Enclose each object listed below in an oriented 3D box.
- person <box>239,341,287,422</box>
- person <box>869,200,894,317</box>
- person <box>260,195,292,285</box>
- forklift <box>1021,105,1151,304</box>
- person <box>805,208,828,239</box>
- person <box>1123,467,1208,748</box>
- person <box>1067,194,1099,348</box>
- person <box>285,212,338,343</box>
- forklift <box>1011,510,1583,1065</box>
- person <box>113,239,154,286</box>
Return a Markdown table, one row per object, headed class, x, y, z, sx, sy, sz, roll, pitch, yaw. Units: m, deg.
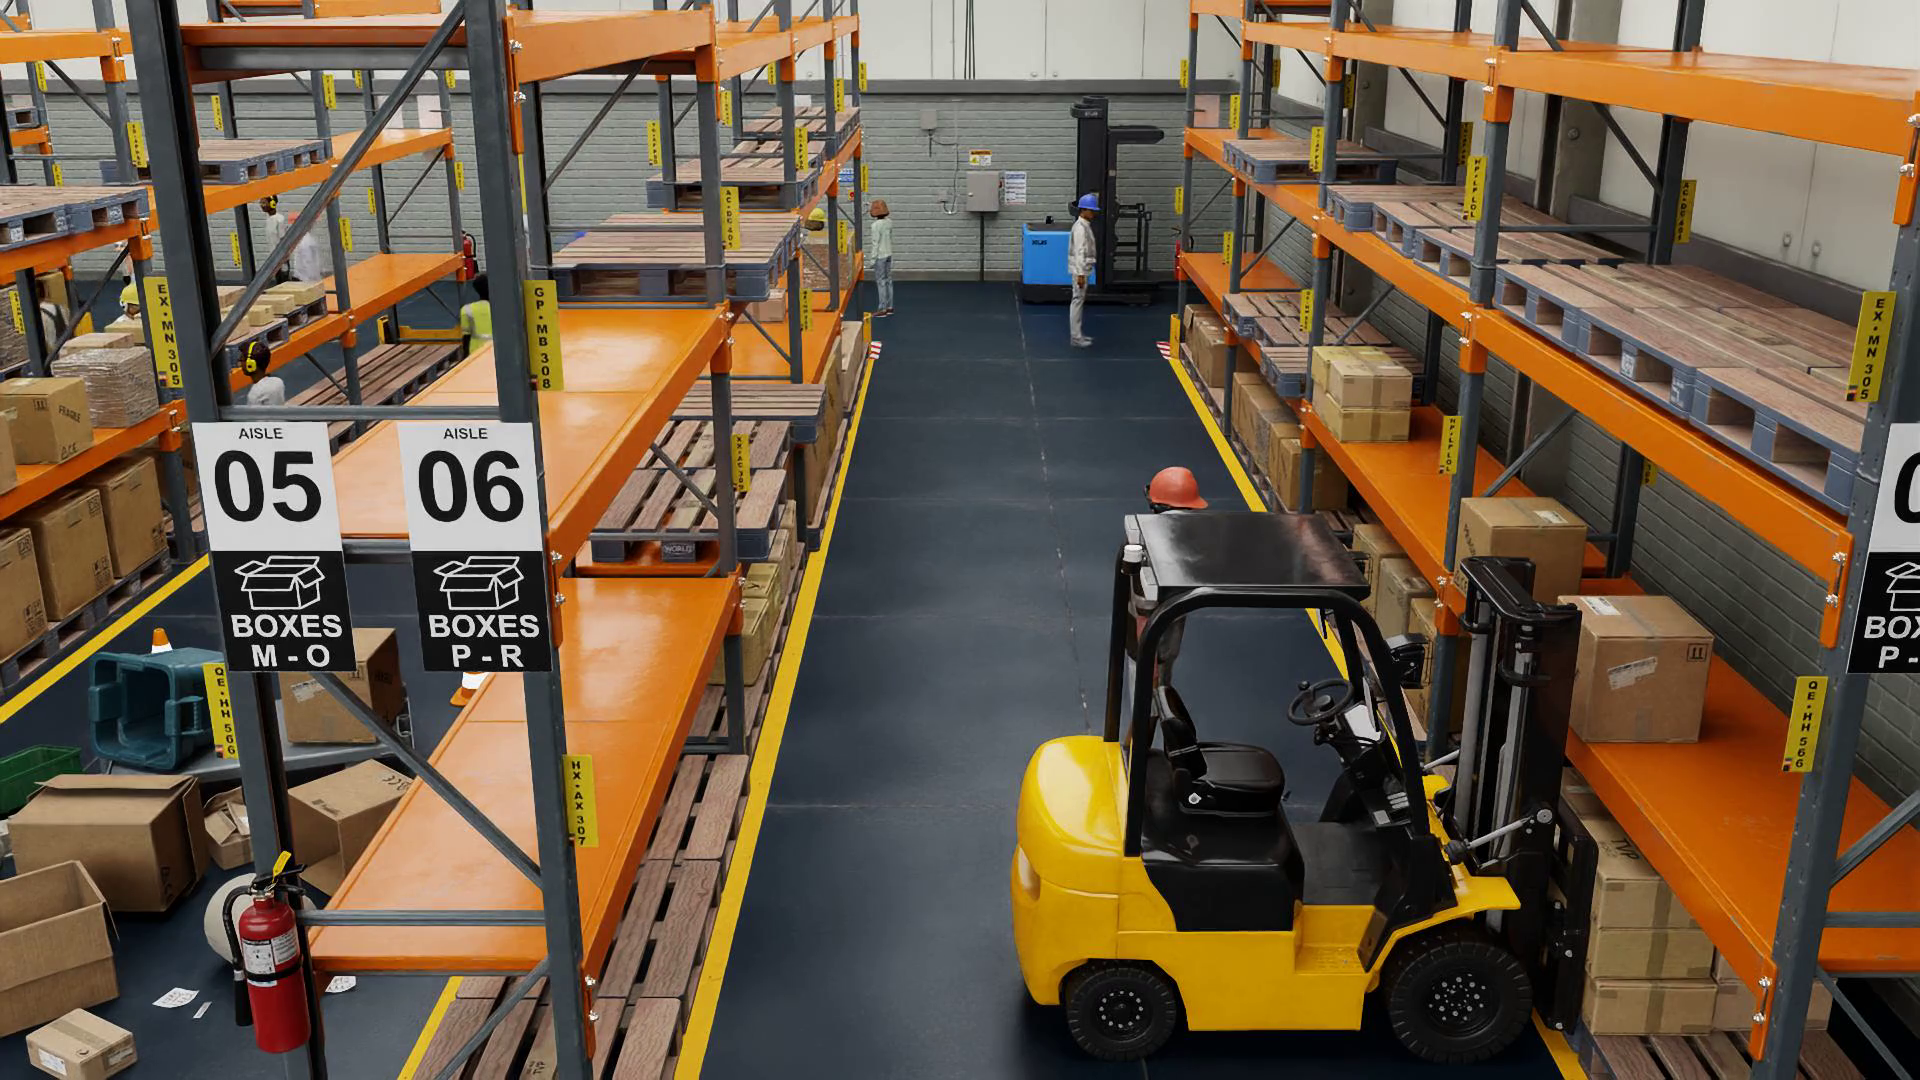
| class | x | y | z | sx | sy | sz | roll | pitch | yaw |
| --- | --- | --- | --- | --- | --- | --- | --- | --- | --- |
| person | -5.398 | -0.633 | 12.991 | 0.329 | 1.872 | 0.511 | 0 | 18 | -1 |
| person | -1.117 | -3.970 | 23.449 | 0.279 | 1.634 | 0.499 | 9 | 20 | 25 |
| person | -9.246 | -3.803 | 22.598 | 0.325 | 1.861 | 0.508 | -15 | 24 | -38 |
| forklift | 1.857 | -4.944 | 24.441 | 1.873 | 2.768 | 1.129 | 0 | 18 | 0 |
| person | -1.877 | -3.481 | 21.818 | 0.324 | 1.730 | 0.494 | 0 | 18 | 0 |
| person | 1.104 | 0.582 | 9.070 | 0.417 | 2.034 | 0.603 | 6 | 19 | 16 |
| person | 1.584 | -3.478 | 21.475 | 0.403 | 1.944 | 0.605 | 3 | 18 | 8 |
| person | -8.551 | -3.377 | 21.516 | 0.826 | 1.712 | 0.577 | -5 | 19 | -13 |
| forklift | 1.387 | 1.055 | 7.378 | 2.313 | 2.155 | 1.214 | 0 | 18 | 0 |
| person | -10.777 | -3.562 | 21.750 | 0.355 | 1.930 | 0.589 | 2 | 18 | 5 |
